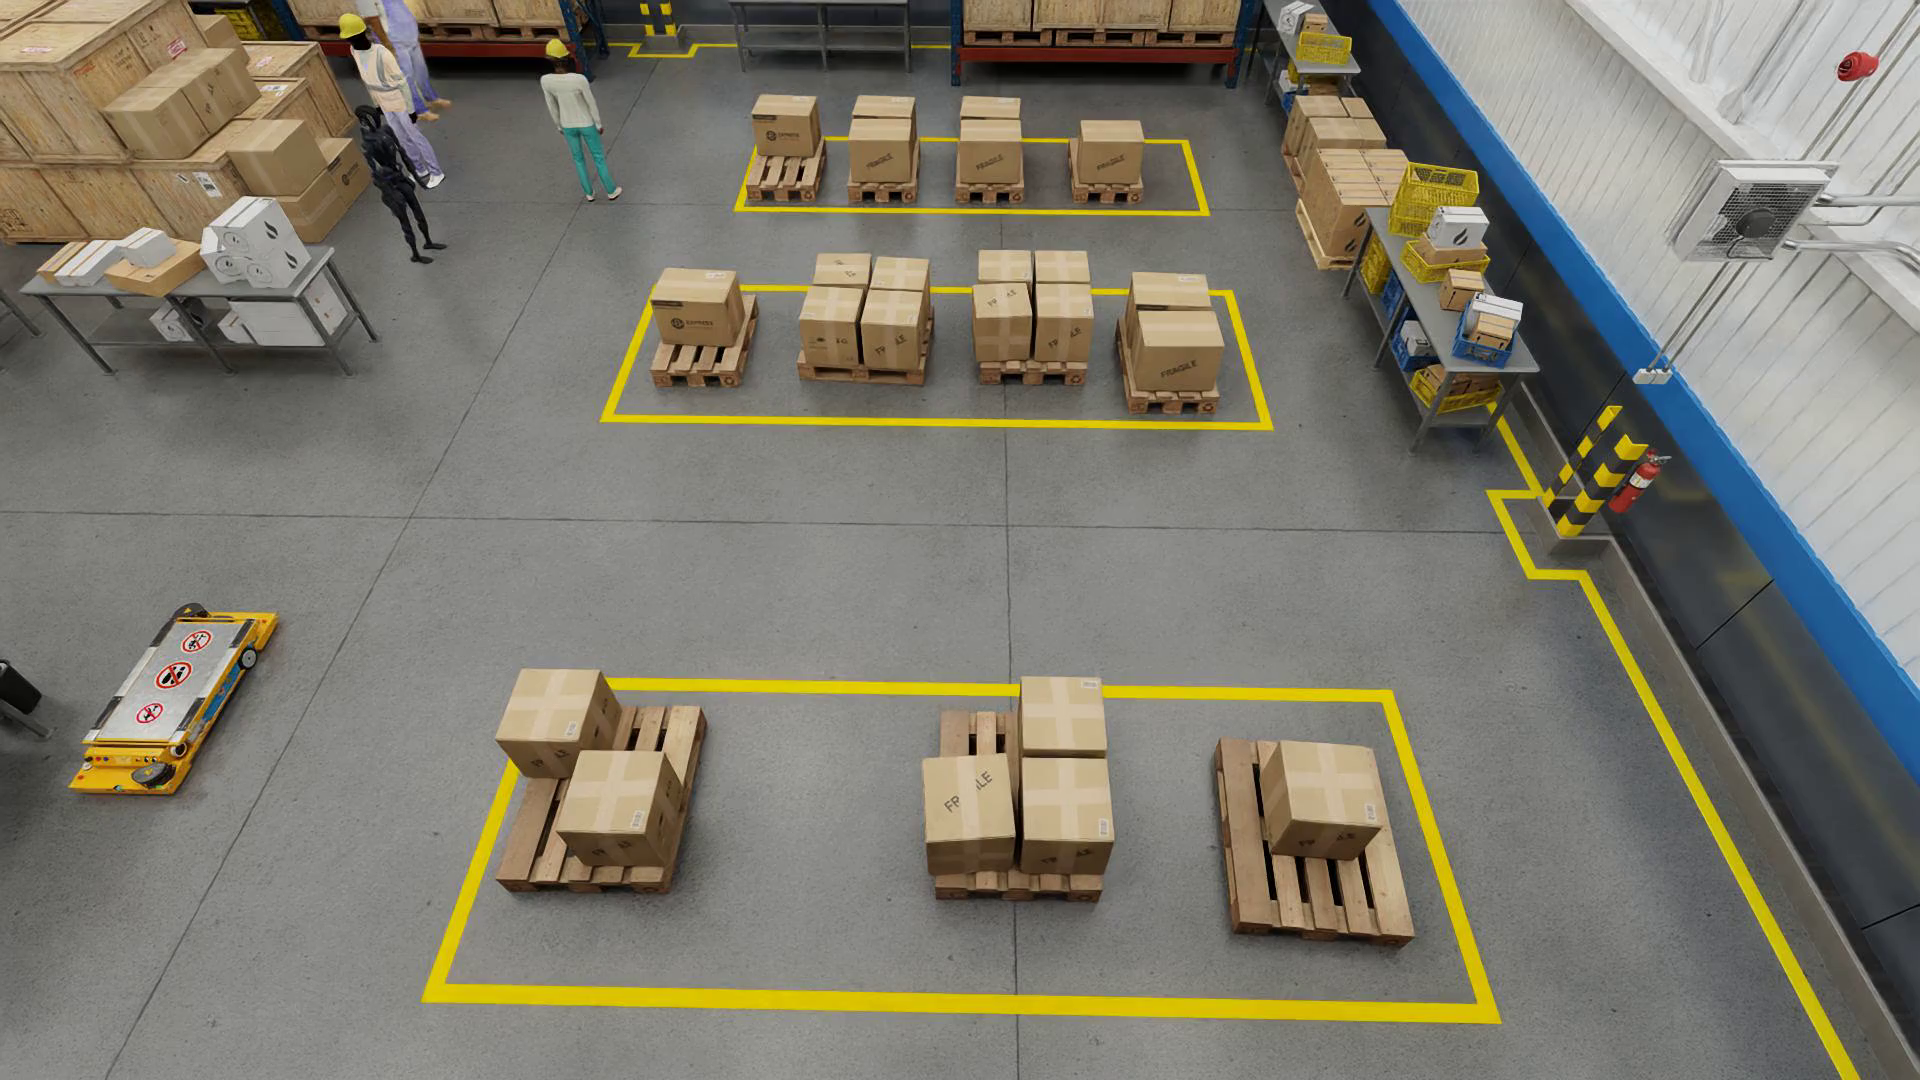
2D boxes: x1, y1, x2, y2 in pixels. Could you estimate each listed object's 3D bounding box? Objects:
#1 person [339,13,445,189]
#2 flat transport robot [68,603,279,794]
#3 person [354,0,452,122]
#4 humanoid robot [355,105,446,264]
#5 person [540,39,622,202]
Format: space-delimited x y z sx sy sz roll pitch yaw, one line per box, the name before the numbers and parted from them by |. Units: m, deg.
person | -6.527 -5.008 10.520 0.592 1.922 0.375 18 52 14
flat transport robot | -5.504 1.072 6.442 0.652 0.197 1.431 1 50 1
person | -7.120 -6.406 11.628 0.535 2.000 0.695 1 50 1
humanoid robot | -5.884 -3.709 9.580 0.342 1.647 0.576 5 50 4
person | -4.317 -4.706 10.368 0.524 1.765 0.327 -2 50 -2
